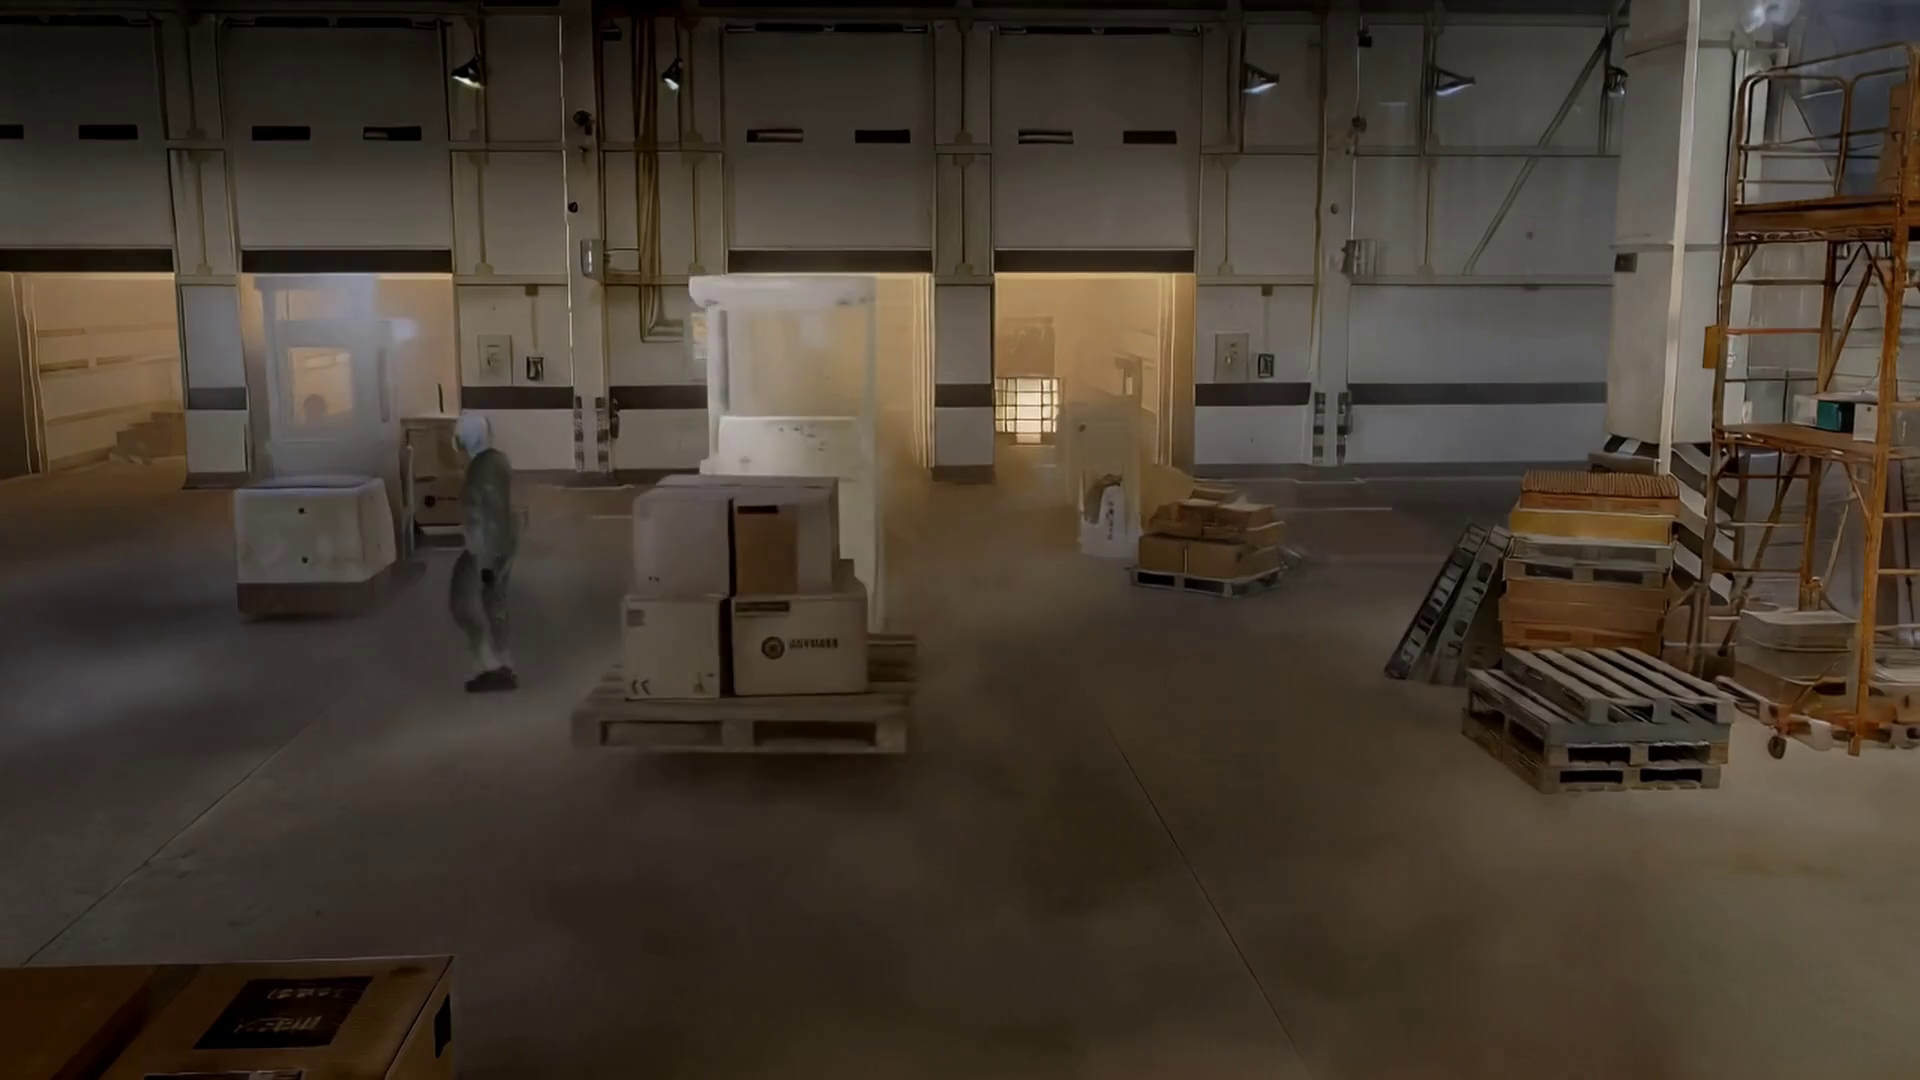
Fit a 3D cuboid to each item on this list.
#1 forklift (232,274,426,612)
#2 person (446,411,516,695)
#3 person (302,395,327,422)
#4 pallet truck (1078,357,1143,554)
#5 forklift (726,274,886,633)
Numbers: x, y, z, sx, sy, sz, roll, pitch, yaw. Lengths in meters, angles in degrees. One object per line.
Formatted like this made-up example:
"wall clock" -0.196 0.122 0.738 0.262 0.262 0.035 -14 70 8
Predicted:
"forklift" -5.461 -0.886 14.313 1.129 2.768 1.873 -1 9 -4
"person" -3.223 0.090 11.180 0.446 1.918 0.632 0 9 1
"person" -6.085 -0.533 15.797 0.316 1.695 0.541 9 13 44
"pallet truck" 2.088 -0.836 16.757 1.885 1.965 0.823 2 9 13
"forklift" -1.104 -0.413 11.340 1.129 2.768 1.873 0 9 0
